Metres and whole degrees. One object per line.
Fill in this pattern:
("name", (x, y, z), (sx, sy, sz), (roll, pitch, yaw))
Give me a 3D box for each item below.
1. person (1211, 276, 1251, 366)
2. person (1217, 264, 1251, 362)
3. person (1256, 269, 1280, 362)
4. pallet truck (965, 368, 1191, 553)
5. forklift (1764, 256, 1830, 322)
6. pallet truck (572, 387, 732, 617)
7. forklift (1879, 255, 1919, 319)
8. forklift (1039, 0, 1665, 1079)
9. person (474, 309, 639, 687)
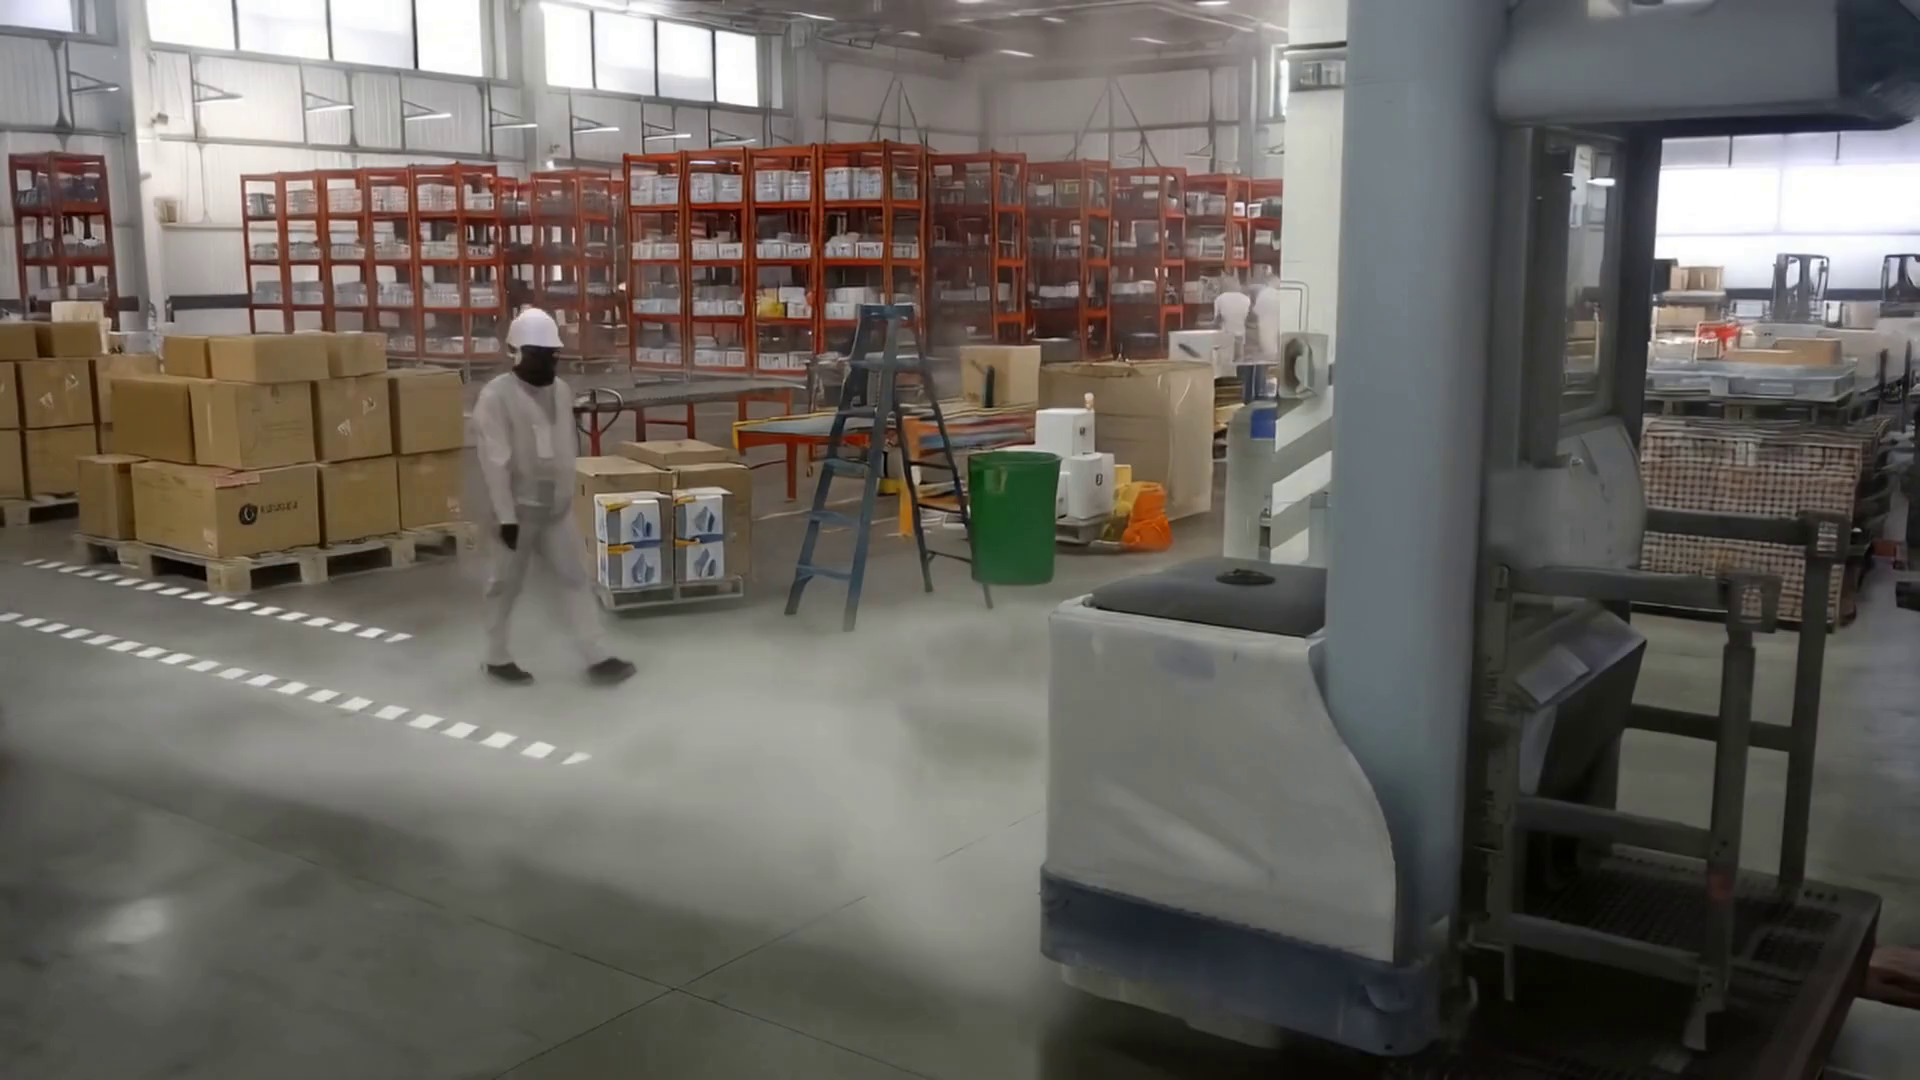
("person", (4.056, -3.029, 24.817), (0.588, 1.797, 0.592), (-2, 10, -10))
("person", (4.691, -3.771, 28.679), (0.623, 1.976, 0.760), (9, 13, 43))
("person", (4.790, -3.198, 25.524), (0.443, 1.889, 0.669), (-3, 10, -19))
("pallet truck", (0.845, -0.609, 11.869), (1.630, 1.274, 0.653), (7, 12, 35))
("forklift", (20.253, -5.854, 40.139), (1.157, 1.987, 2.680), (7, 12, 35))
("pallet truck", (-1.981, -0.274, 10.088), (0.680, 1.201, 1.601), (-5, 11, -28))
("forklift", (22.089, -5.634, 38.796), (1.157, 1.987, 2.680), (6, 11, 33))
("forklift", (1.249, -0.137, 4.360), (1.873, 2.768, 1.129), (7, 12, 35))
("person", (-1.930, -0.168, 7.772), (0.873, 1.790, 0.623), (5, 11, 30))
